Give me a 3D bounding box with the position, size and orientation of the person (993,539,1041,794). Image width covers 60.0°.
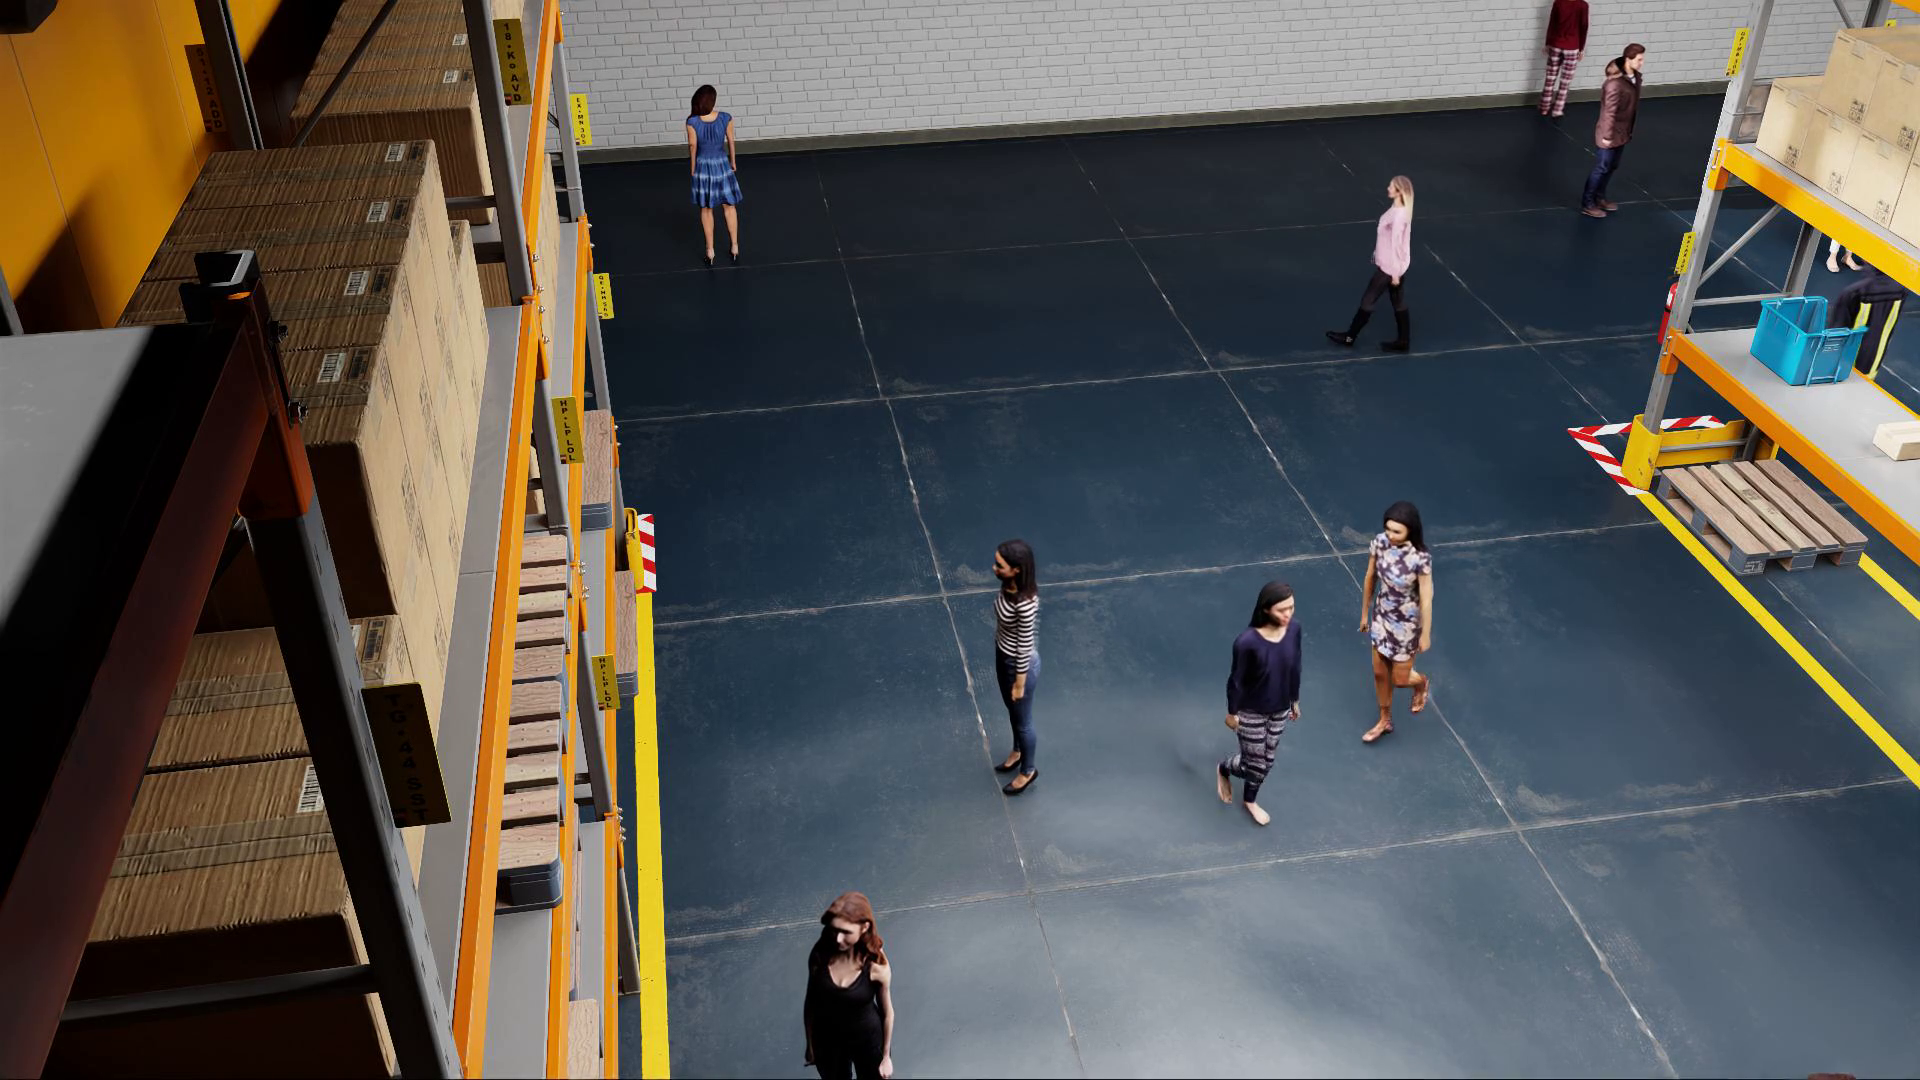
[{"bbox_3d":[0.346,0.753,9.901,0.649,1.793,0.478,-10,35,-14],"label":"person"}]

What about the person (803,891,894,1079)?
[{"bbox_3d":[-0.493,2.272,7.657,0.648,1.748,0.646,7,34,10],"label":"person"}]

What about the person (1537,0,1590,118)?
[{"bbox_3d":[7.310,-5.967,20.095,0.685,1.701,0.744,22,39,29],"label":"person"}]

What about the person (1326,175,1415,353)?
[{"bbox_3d":[3.932,-2.416,14.794,0.978,1.655,1.018,13,36,19],"label":"person"}]

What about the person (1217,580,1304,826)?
[{"bbox_3d":[1.721,0.906,9.734,0.718,1.723,0.772,-18,38,-25],"label":"person"}]

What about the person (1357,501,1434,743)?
[{"bbox_3d":[2.775,0.481,10.377,0.885,1.719,0.925,27,42,35],"label":"person"}]

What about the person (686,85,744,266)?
[{"bbox_3d":[-2.444,-3.618,16.466,0.708,1.806,0.630,-12,35,-17],"label":"person"}]

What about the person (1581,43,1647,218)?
[{"bbox_3d":[6.873,-4.324,17.497,0.892,1.840,0.861,26,42,34],"label":"person"}]
